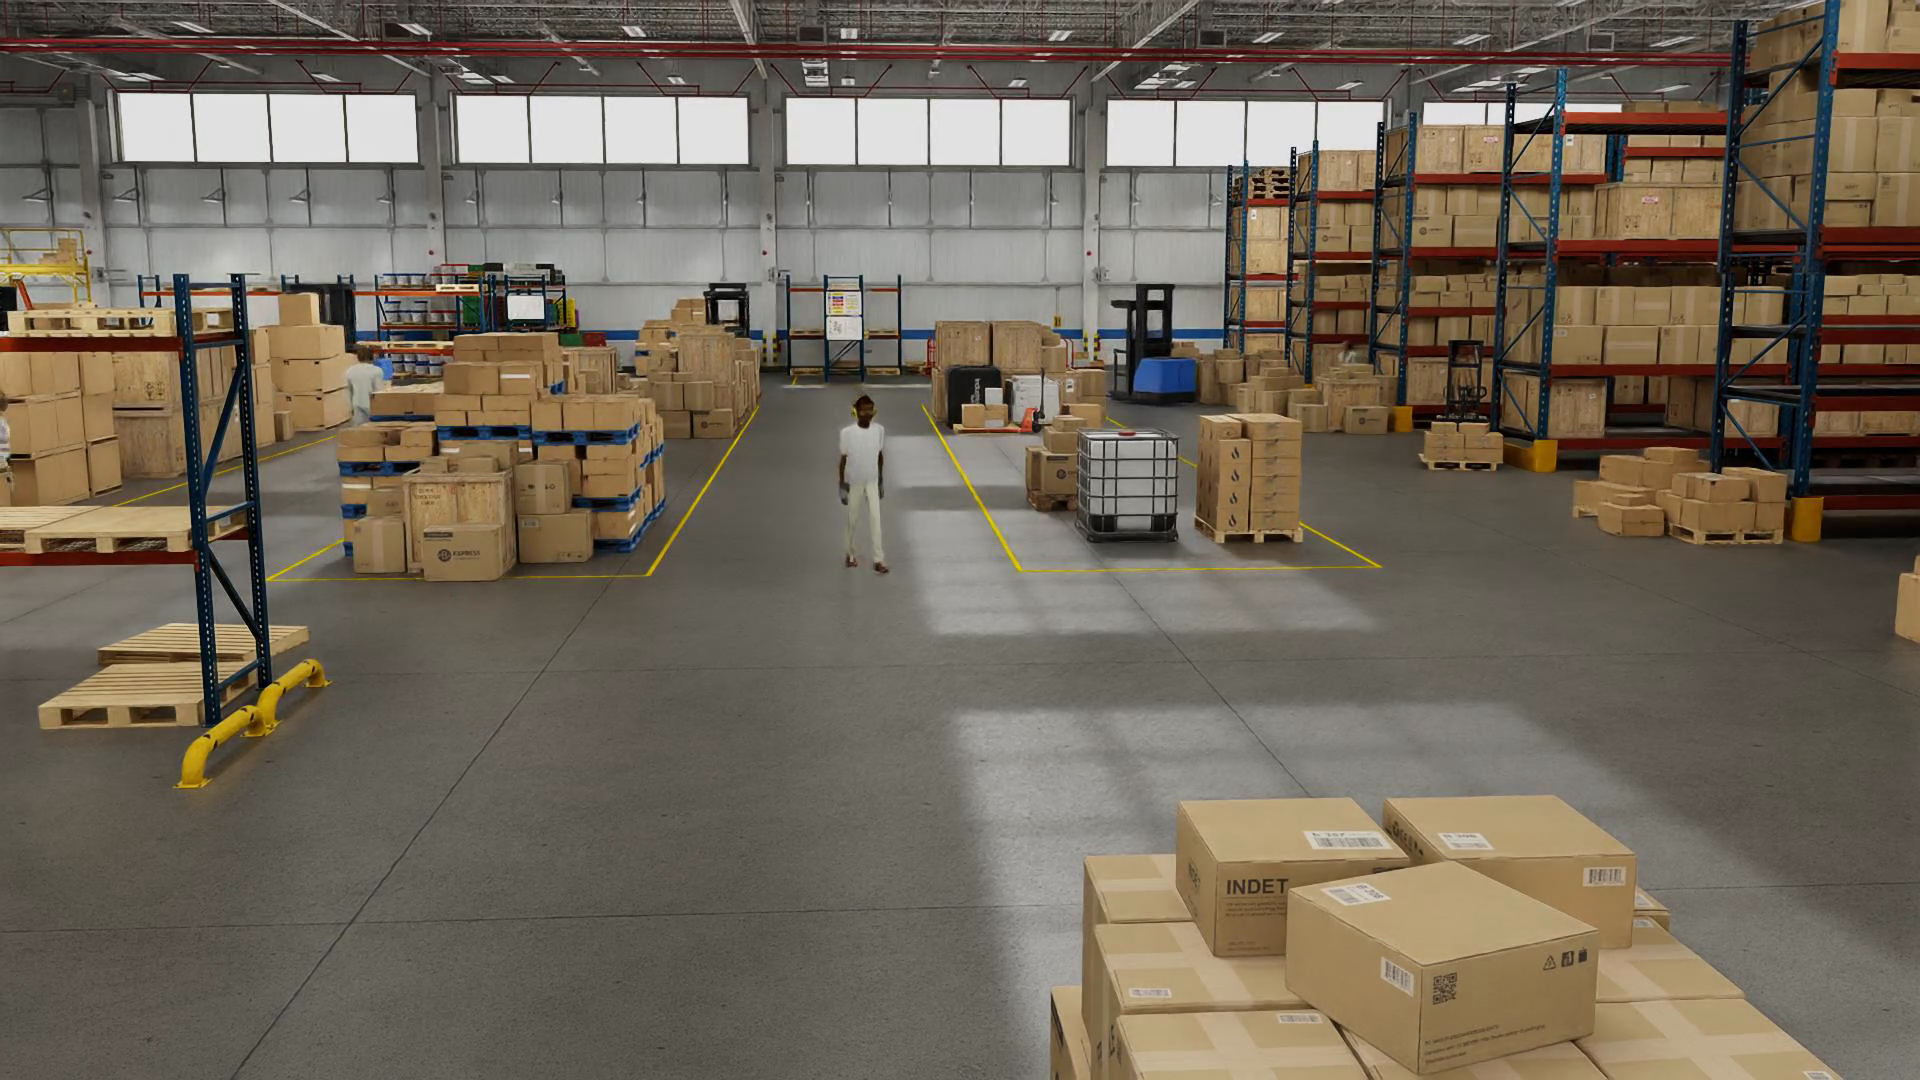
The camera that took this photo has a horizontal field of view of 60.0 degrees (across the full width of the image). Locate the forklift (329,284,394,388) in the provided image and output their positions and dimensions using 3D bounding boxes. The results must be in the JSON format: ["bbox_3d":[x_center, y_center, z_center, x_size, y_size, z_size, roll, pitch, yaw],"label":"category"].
[{"bbox_3d":[-14.224,-4.534,38.502,1.873,2.768,1.129,-1,9,-4],"label":"forklift"}]

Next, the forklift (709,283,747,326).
[{"bbox_3d":[-5.841,-5.095,42.020,1.129,2.768,1.873,-1,9,-4],"label":"forklift"}]

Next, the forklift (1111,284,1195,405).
[{"bbox_3d":[4.574,-4.631,39.106,1.129,2.768,1.873,-6,11,-31],"label":"forklift"}]

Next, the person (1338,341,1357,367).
[{"bbox_3d":[8.419,-3.547,36.302,0.851,1.591,0.534,-9,13,-43],"label":"person"}]

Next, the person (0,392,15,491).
[{"bbox_3d":[-11.677,-0.993,20.216,0.351,1.613,0.547,-4,10,-24],"label":"person"}]

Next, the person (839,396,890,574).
[{"bbox_3d":[-0.987,-0.567,16.958,0.542,1.809,0.922,-4,10,-23],"label":"person"}]

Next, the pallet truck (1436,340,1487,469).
[{"bbox_3d":[8.004,-2.170,26.422,0.823,1.965,1.885,2,9,14],"label":"pallet truck"}]

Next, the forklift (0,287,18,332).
[{"bbox_3d":[-16.254,-2.887,28.159,1.873,2.768,1.129,-1,9,-4],"label":"forklift"}]

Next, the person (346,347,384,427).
[{"bbox_3d":[-9.310,-2.089,26.242,0.655,1.888,0.985,1,9,7],"label":"person"}]
